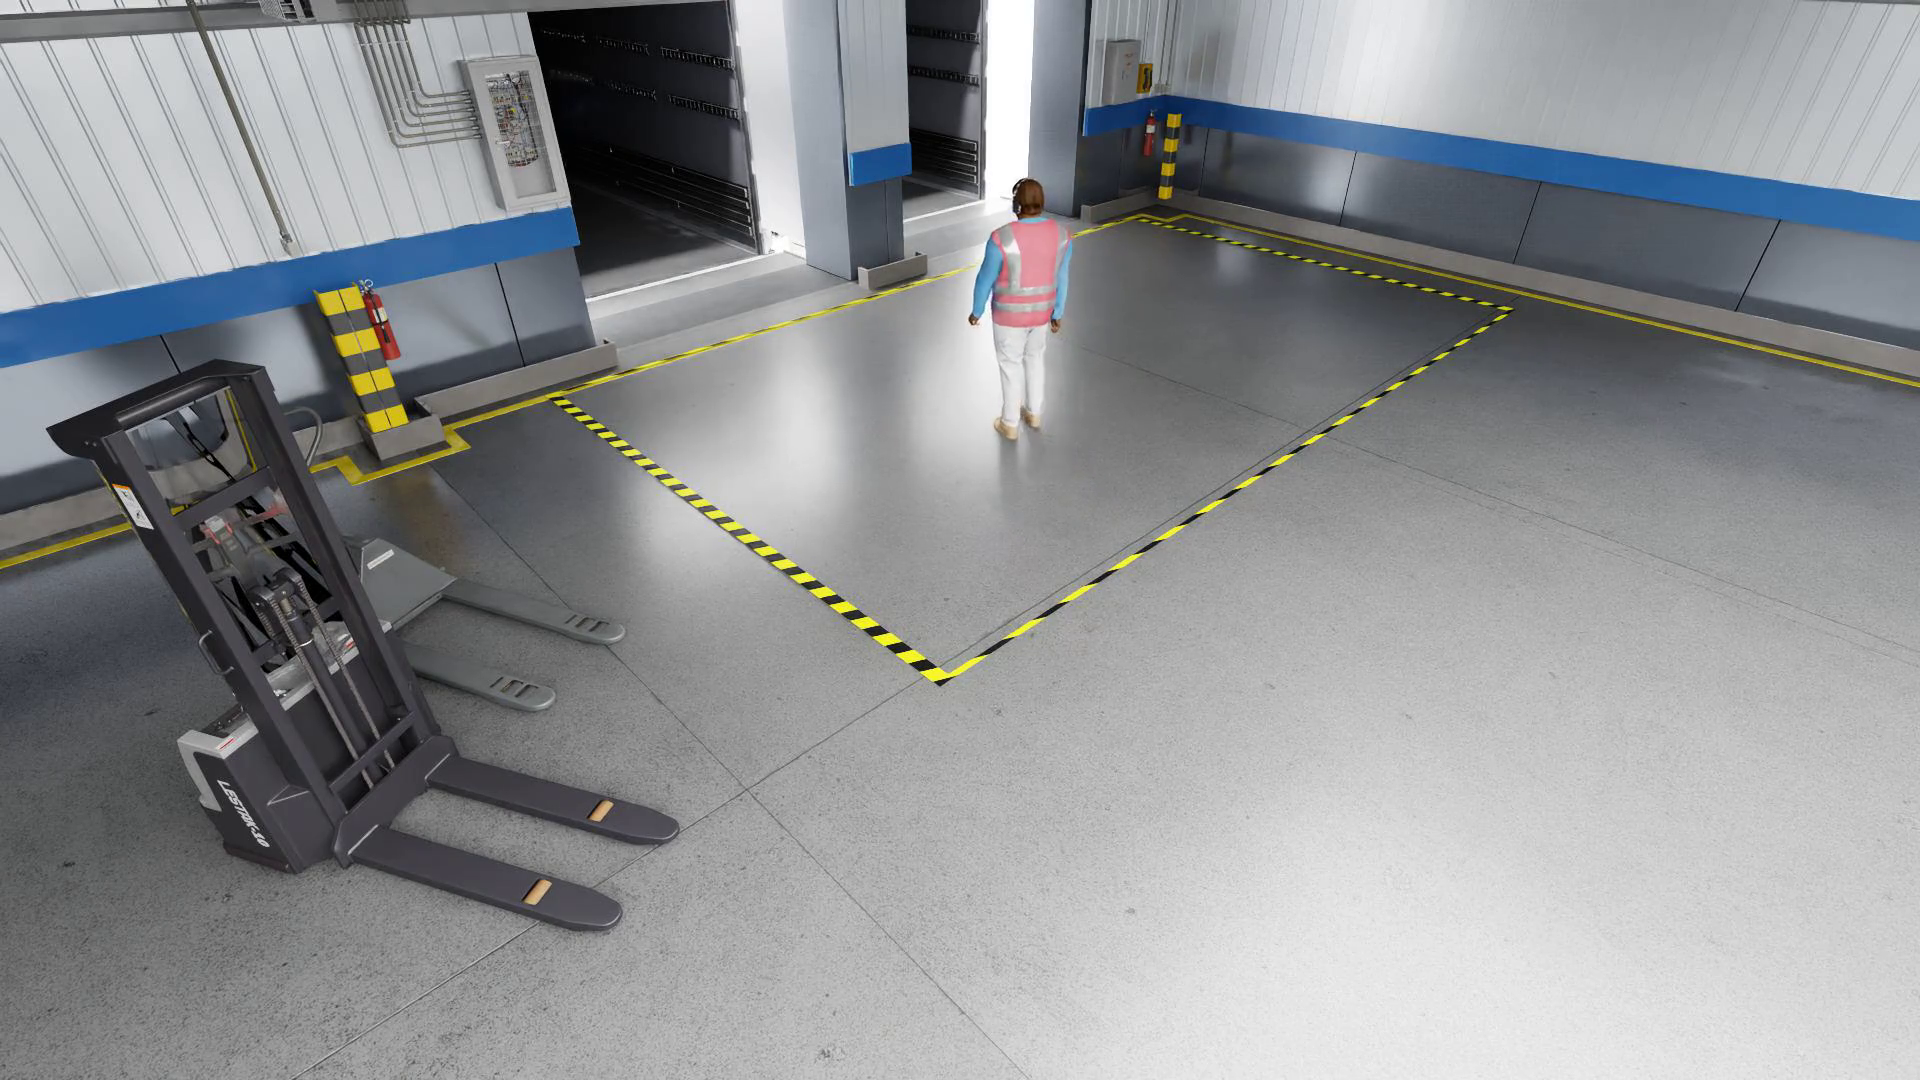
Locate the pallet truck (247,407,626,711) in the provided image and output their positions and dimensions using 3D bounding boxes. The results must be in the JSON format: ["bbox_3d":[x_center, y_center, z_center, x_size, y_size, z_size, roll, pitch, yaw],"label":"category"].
[{"bbox_3d":[-2.628,0.038,4.590,1.601,1.201,0.680,12,36,18],"label":"pallet truck"}]

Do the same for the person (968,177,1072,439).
[{"bbox_3d":[0.413,-1.587,6.452,0.645,1.833,0.499,-16,37,-22],"label":"person"}]

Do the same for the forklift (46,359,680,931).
[{"bbox_3d":[-2.135,0.422,3.354,1.885,1.965,0.823,10,35,14],"label":"forklift"}]
